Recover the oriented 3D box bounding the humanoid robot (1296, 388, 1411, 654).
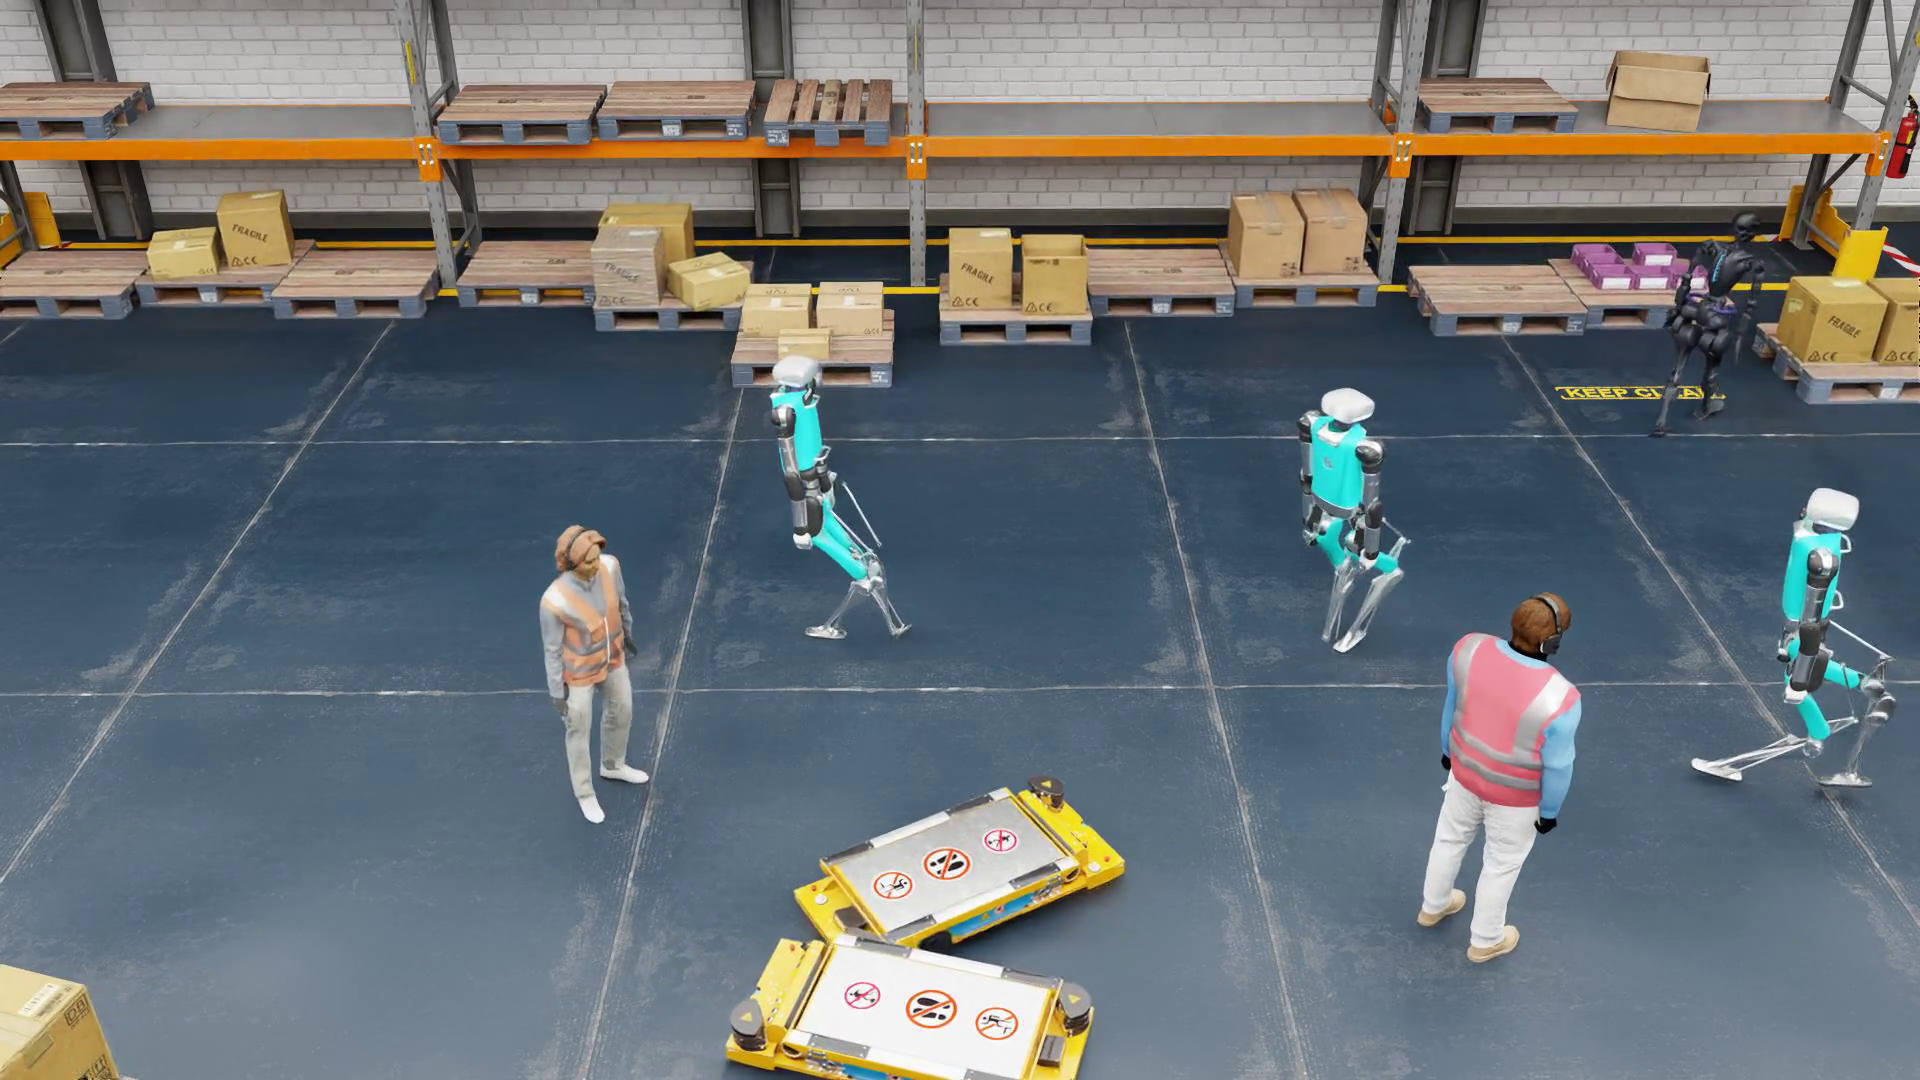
[{"bbox_3d":[2.198,-0.056,9.139,0.830,1.824,0.540,-22,37,-32],"label":"humanoid robot"}]

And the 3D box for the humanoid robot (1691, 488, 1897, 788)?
[{"bbox_3d":[4.271,0.587,8.048,1.043,1.748,0.541,10,32,15],"label":"humanoid robot"}]

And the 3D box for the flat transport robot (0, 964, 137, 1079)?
[{"bbox_3d":[-3.647,2.585,6.107,1.431,0.231,0.659,9,32,14],"label":"flat transport robot"}]

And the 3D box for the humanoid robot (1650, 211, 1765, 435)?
[{"bbox_3d":[5.236,-1.533,11.642,0.760,1.624,0.618,-22,37,-32],"label":"humanoid robot"}]

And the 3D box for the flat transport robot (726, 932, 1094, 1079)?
[{"bbox_3d":[-0.201,2.043,7.010,1.431,0.231,0.659,8,32,14],"label":"flat transport robot"}]

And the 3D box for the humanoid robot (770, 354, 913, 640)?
[{"bbox_3d":[-0.597,-0.127,9.279,0.850,1.860,0.547,5,31,9],"label":"humanoid robot"}]

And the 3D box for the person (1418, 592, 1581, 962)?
[{"bbox_3d":[2.343,1.019,7.203,0.431,1.836,0.629,-22,37,-32],"label":"person"}]

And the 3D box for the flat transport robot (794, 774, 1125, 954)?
[{"bbox_3d":[0.004,1.568,7.801,1.431,0.231,0.659,-17,35,-26],"label":"flat transport robot"}]

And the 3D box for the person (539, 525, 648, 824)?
[{"bbox_3d":[-1.777,0.623,8.051,0.321,1.628,0.561,17,35,26],"label":"person"}]
